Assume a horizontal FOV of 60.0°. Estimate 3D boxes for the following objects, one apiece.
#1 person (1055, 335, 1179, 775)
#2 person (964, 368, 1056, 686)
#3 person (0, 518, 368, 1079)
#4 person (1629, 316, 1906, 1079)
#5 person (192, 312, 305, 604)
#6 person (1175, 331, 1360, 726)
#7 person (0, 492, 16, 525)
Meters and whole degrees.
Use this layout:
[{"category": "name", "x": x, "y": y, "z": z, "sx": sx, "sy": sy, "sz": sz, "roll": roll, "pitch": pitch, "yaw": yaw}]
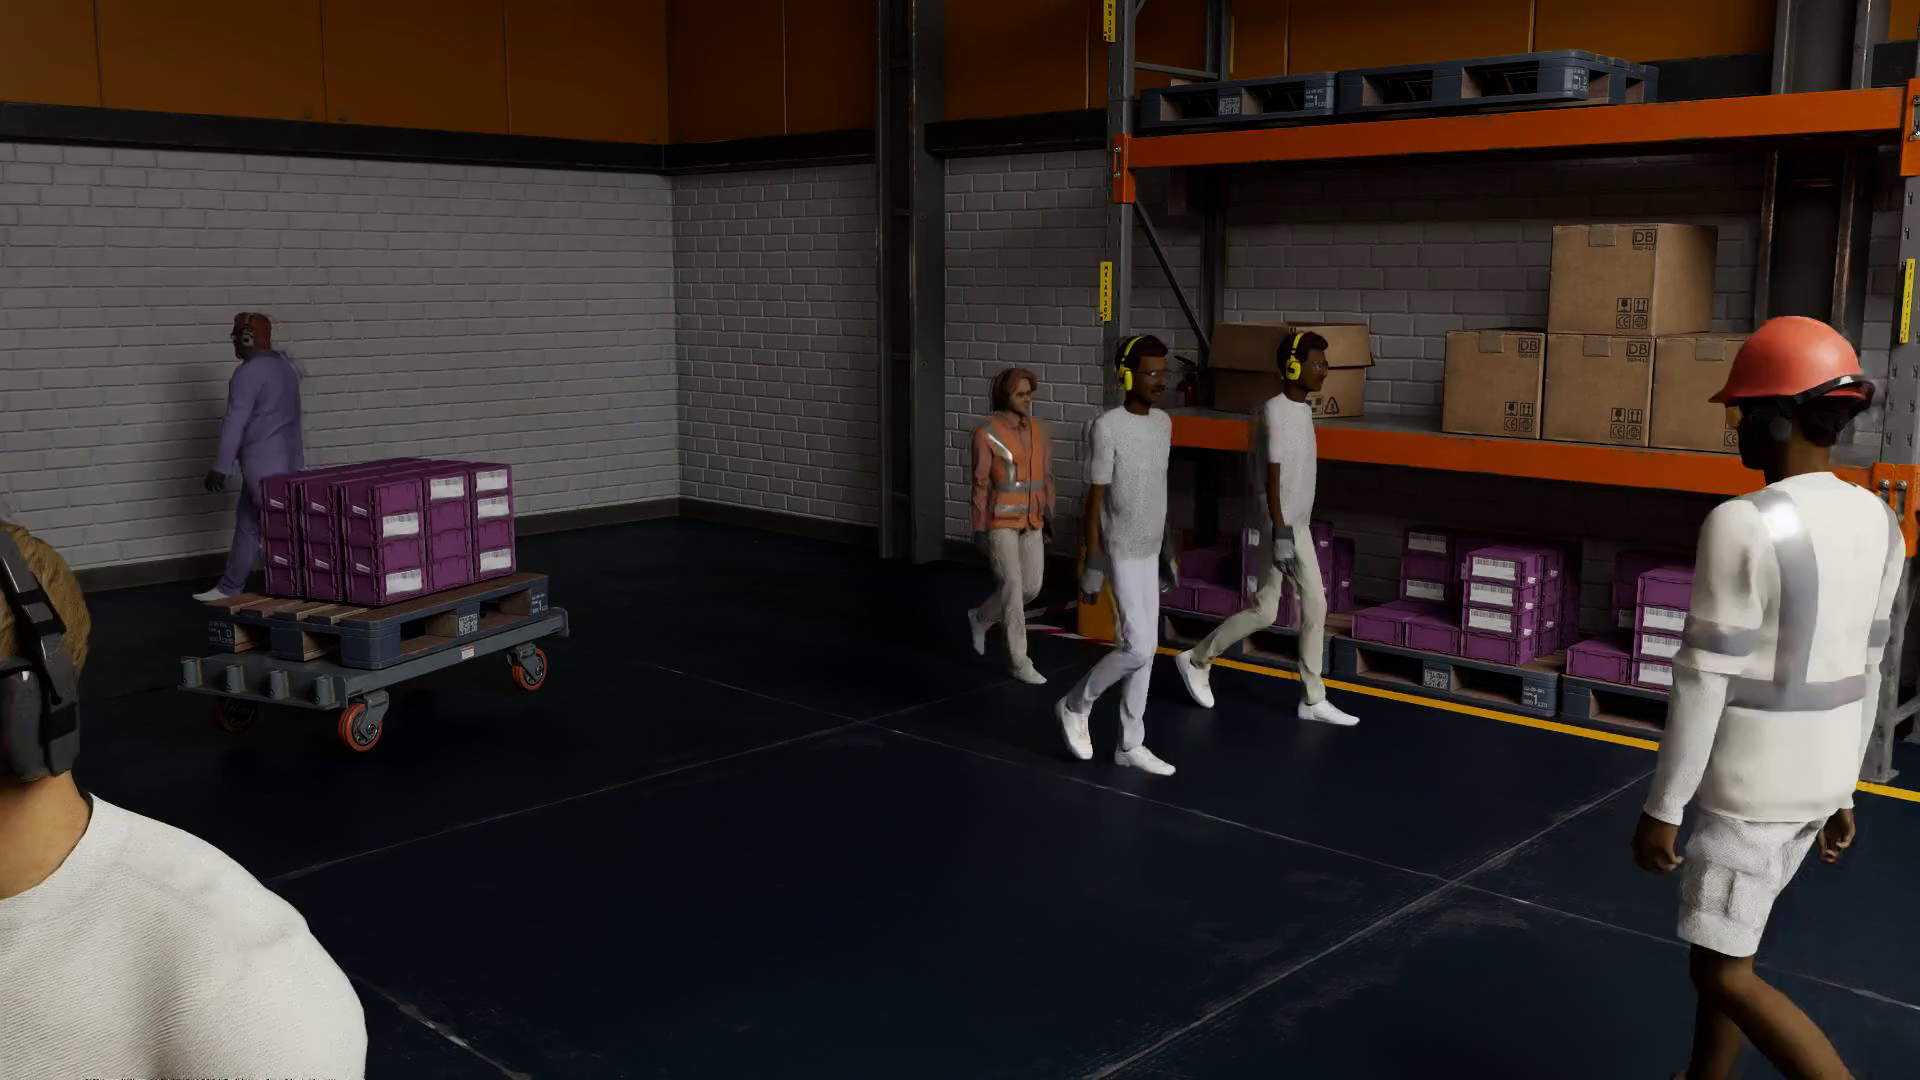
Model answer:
[{"category": "person", "x": 0.707, "y": 0.068, "z": 6.984, "sx": 0.459, "sy": 1.855, "sz": 0.508, "roll": 7, "pitch": 12, "yaw": 38}, {"category": "person", "x": 0.239, "y": -0.088, "z": 8.617, "sx": 0.523, "sy": 1.621, "sz": 0.629, "roll": -8, "pitch": 12, "yaw": -41}, {"category": "person", "x": -0.808, "y": 0.920, "z": 1.485, "sx": 0.628, "sy": 1.940, "sz": 0.377, "roll": 3, "pitch": 10, "yaw": 17}, {"category": "person", "x": 1.813, "y": 0.531, "z": 3.615, "sx": 0.614, "sy": 2.022, "sz": 0.854, "roll": -7, "pitch": 11, "yaw": -35}, {"category": "person", "x": -4.334, "y": -0.480, "z": 10.336, "sx": 0.987, "sy": 1.859, "sz": 0.646, "roll": -1, "pitch": 9, "yaw": -4}, {"category": "person", "x": 1.450, "y": -0.057, "z": 7.795, "sx": 0.822, "sy": 1.843, "sz": 0.522, "roll": 7, "pitch": 11, "yaw": 36}, {"category": "person", "x": -5.274, "y": -0.273, "z": 8.864, "sx": 0.491, "sy": 1.917, "sz": 0.665, "roll": -9, "pitch": 13, "yaw": -43}]
